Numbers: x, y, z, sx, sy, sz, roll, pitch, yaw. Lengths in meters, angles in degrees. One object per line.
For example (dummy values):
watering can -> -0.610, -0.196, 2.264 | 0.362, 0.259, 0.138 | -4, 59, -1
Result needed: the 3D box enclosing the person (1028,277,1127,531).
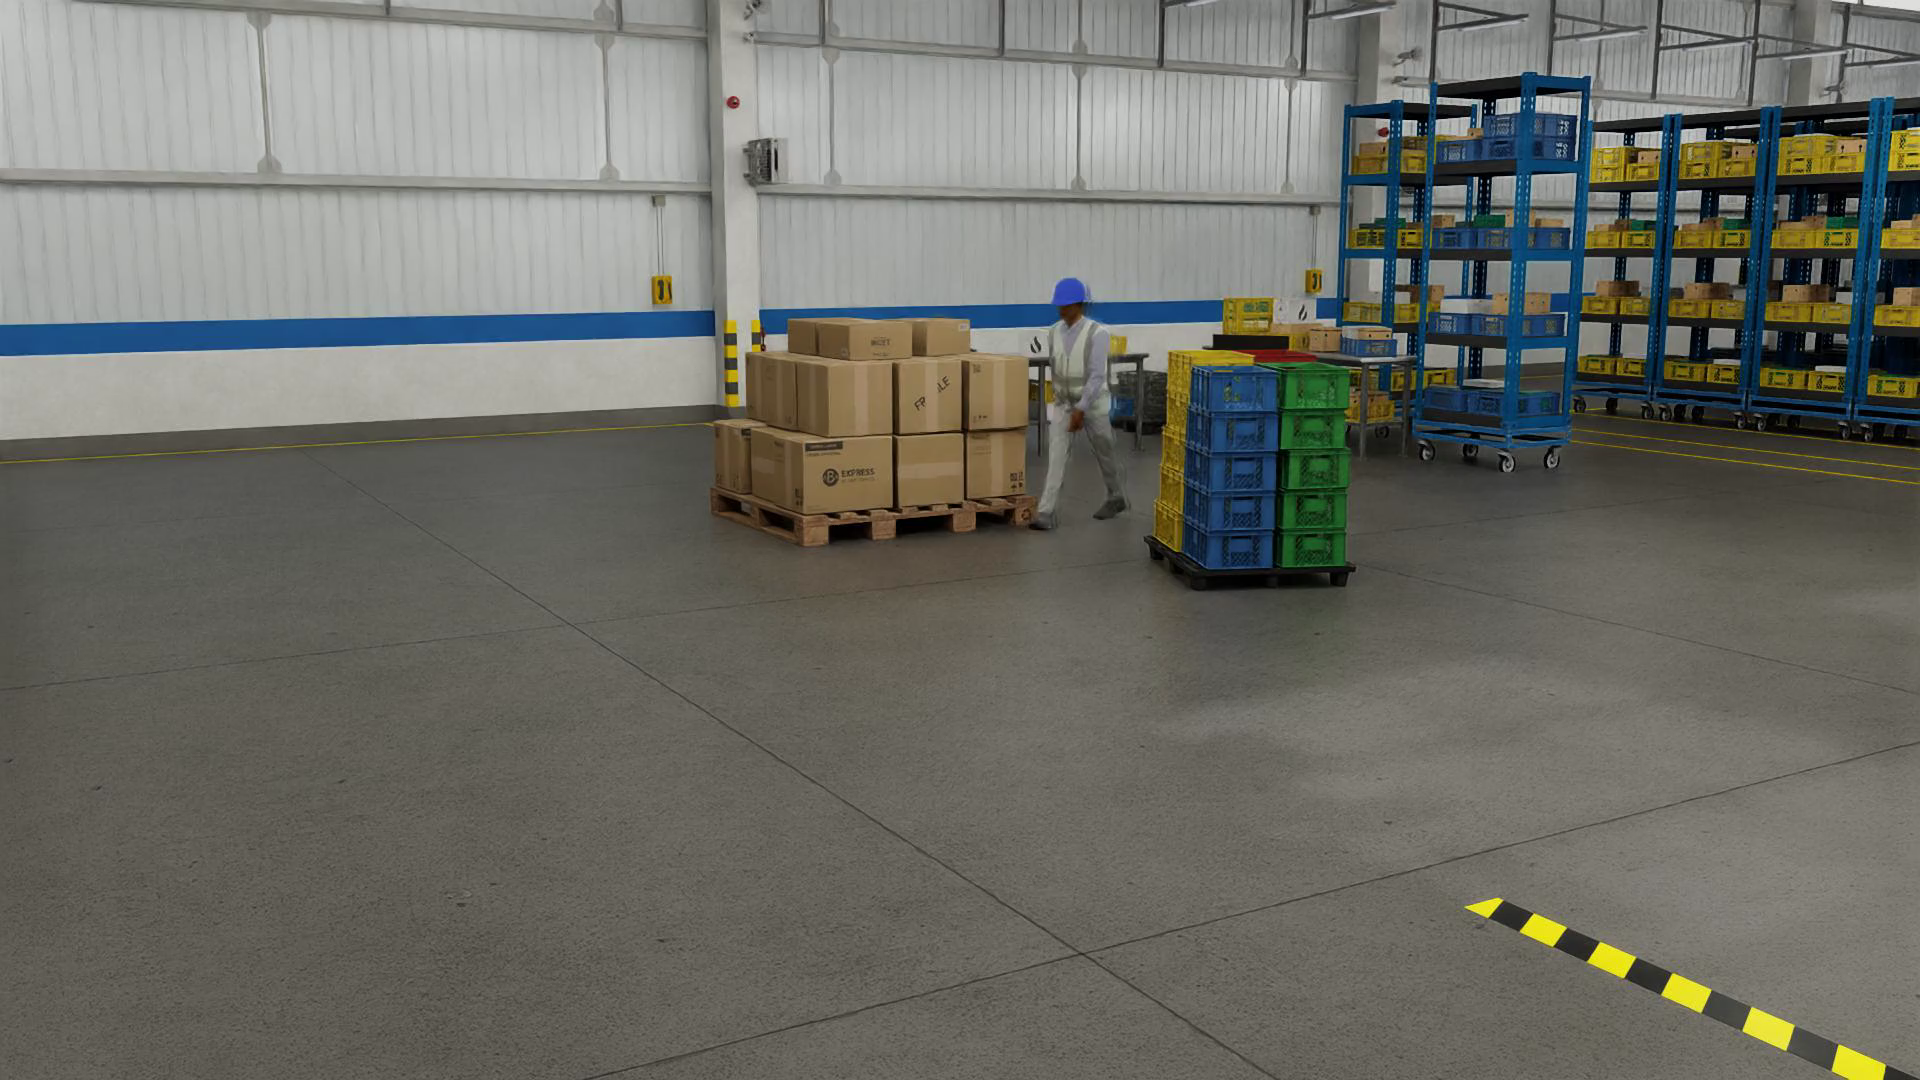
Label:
person -> 0.921, -1.005, 12.325 | 0.587, 1.865, 1.127 | 7, 12, 36
